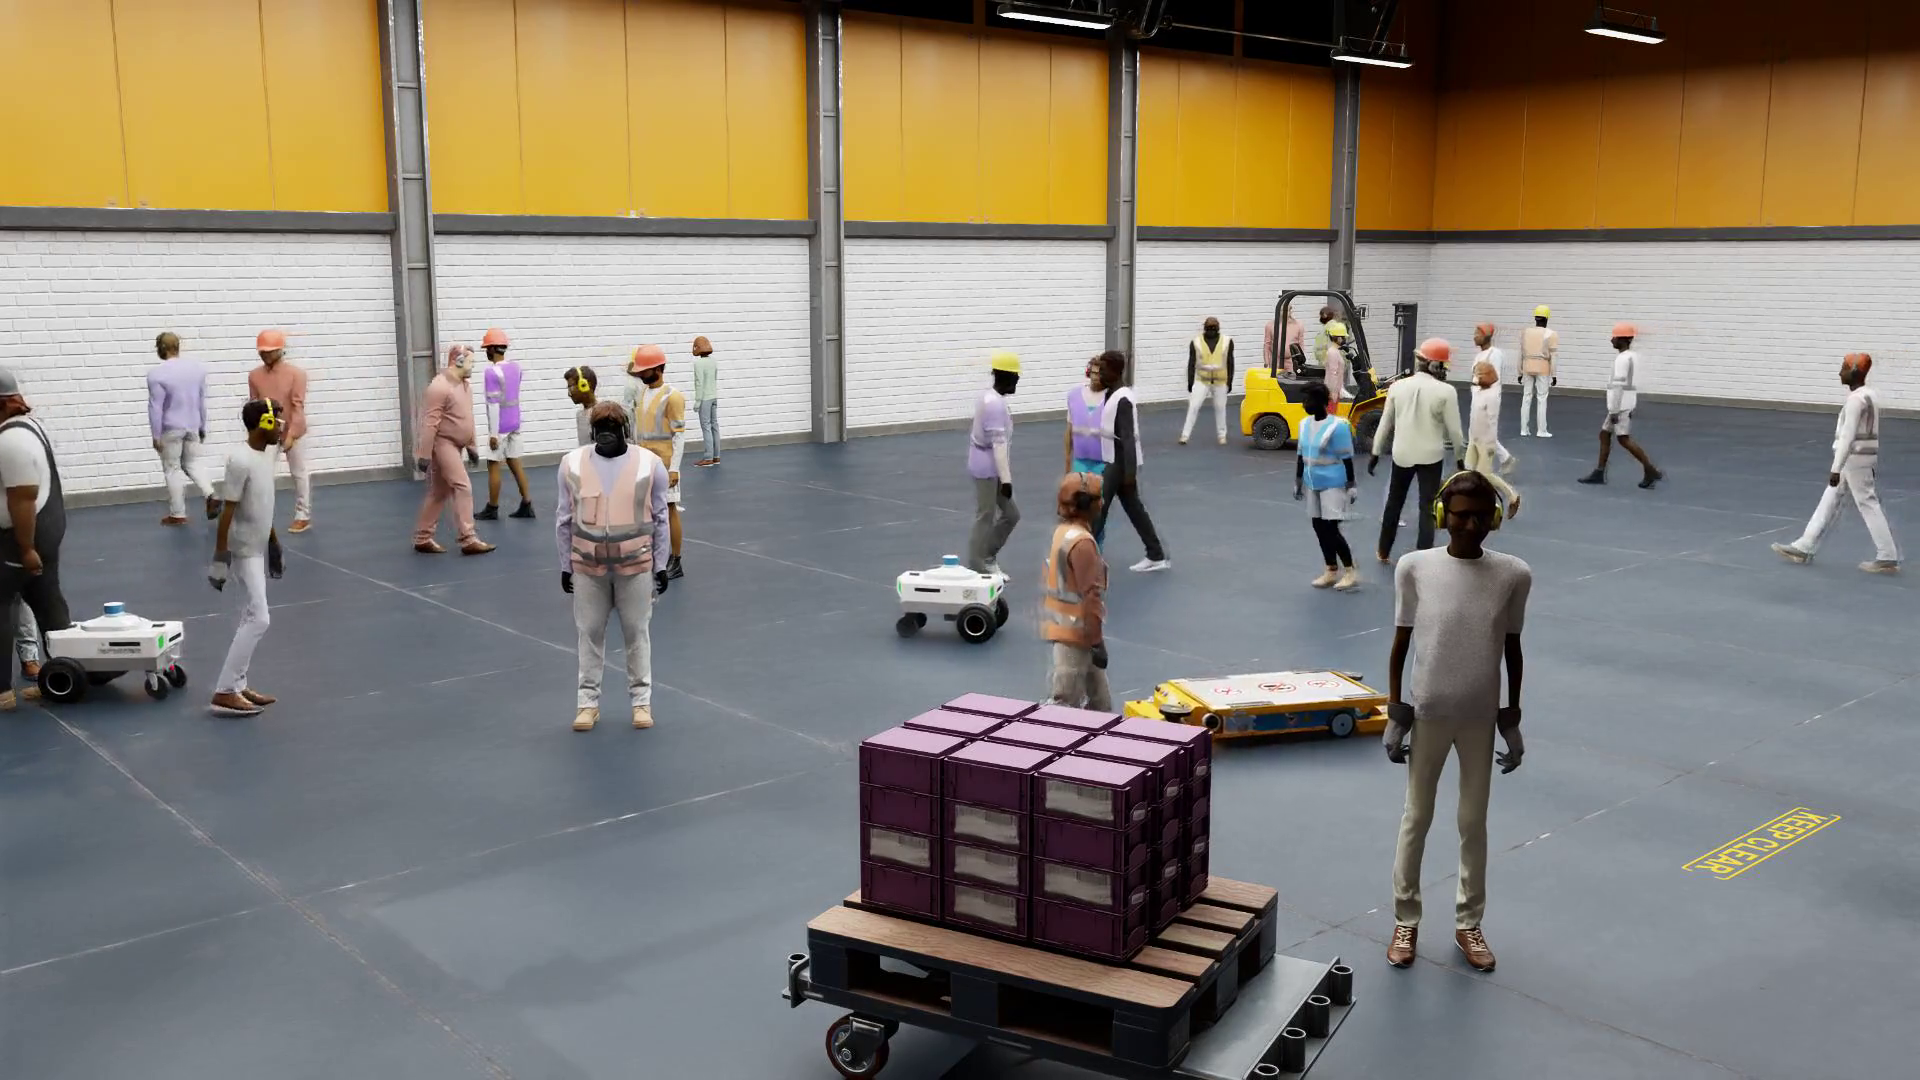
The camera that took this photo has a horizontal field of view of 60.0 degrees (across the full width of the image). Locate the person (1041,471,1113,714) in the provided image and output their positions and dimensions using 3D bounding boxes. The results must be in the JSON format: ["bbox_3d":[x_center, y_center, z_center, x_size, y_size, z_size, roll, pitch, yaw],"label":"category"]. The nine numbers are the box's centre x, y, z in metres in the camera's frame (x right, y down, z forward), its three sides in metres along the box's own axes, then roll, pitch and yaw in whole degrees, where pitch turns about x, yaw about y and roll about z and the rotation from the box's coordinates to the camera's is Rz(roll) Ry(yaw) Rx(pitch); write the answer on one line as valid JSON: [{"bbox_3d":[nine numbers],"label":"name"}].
[{"bbox_3d":[0.506,0.465,8.080,0.751,1.613,0.510,0,10,0],"label":"person"}]

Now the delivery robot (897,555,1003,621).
[{"bbox_3d":[-0.069,0.351,11.555,0.707,0.478,0.477,2,10,13],"label":"delivery robot"}]

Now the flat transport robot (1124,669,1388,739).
[{"bbox_3d":[1.704,0.923,9.307,1.431,0.197,0.652,-3,10,-15],"label":"flat transport robot"}]

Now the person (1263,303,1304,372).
[{"bbox_3d":[5.214,-2.881,26.805,0.646,1.904,0.401,2,10,9],"label":"person"}]

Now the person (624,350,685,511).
[{"bbox_3d":[-3.232,-1.125,17.169,0.724,1.693,0.520,2,10,9],"label":"person"}]

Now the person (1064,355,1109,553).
[{"bbox_3d":[1.133,-0.646,13.979,0.588,1.816,0.485,5,11,27],"label":"person"}]

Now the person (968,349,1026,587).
[{"bbox_3d":[0.285,-0.553,13.204,0.506,1.901,0.588,2,10,11],"label":"person"}]

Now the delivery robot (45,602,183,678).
[{"bbox_3d":[-5.069,0.618,9.993,0.707,0.478,0.477,-1,10,-3],"label":"delivery robot"}]

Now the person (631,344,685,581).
[{"bbox_3d":[-2.482,-0.630,13.559,0.543,1.927,0.375,8,13,40],"label":"person"}]

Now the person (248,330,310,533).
[{"bbox_3d":[-6.408,-0.982,15.565,0.603,1.941,0.983,1,10,4],"label":"person"}]

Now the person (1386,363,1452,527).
[{"bbox_3d":[4.530,-0.970,16.173,0.538,1.712,0.696,-9,13,-42],"label":"person"}]

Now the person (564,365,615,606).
[{"bbox_3d":[-2.678,-0.388,12.431,0.430,1.828,0.585,-9,13,-41],"label":"person"}]

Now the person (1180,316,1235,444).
[{"bbox_3d":[3.493,-2.224,23.253,0.691,1.816,0.441,1,10,6],"label":"person"}]

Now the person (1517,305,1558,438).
[{"bbox_3d":[8.416,-2.452,24.226,0.595,1.925,0.375,9,13,42],"label":"person"}]

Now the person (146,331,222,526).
[{"bbox_3d":[-7.569,-1.074,16.180,0.568,1.919,0.642,5,11,26],"label":"person"}]

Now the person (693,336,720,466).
[{"bbox_3d":[-3.208,-1.744,20.944,0.286,1.632,0.500,3,10,20],"label":"person"}]

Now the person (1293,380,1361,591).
[{"bbox_3d":[2.876,-0.431,13.139,0.421,1.661,0.549,-5,11,-26],"label":"person"}]

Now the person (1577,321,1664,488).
[{"bbox_3d":[7.600,-1.544,18.981,0.929,1.904,0.552,6,11,32],"label":"person"}]

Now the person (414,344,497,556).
[{"bbox_3d":[-4.463,-0.782,14.659,0.892,1.861,0.666,0,10,0],"label":"person"}]

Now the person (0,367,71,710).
[{"bbox_3d":[-5.605,-0.026,9.694,0.765,2.000,0.690,-3,10,-18],"label":"person"}]

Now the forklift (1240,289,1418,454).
[{"bbox_3d":[5.034,-2.339,22.783,2.313,2.155,1.214,3,10,16],"label":"forklift"}]

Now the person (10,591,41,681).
[{"bbox_3d":[-5.944,-0.068,10.237,0.632,1.940,0.368,-7,12,-36],"label":"person"}]

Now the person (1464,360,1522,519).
[{"bbox_3d":[5.221,-0.976,16.512,0.684,1.616,0.516,-1,10,-7],"label":"person"}]

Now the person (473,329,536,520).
[{"bbox_3d":[-4.593,-1.131,16.611,0.649,1.916,0.550,3,10,18],"label":"person"}]

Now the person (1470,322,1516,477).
[{"bbox_3d":[6.186,-1.611,19.471,0.540,1.868,0.598,-1,10,-8],"label":"person"}]

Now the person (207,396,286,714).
[{"bbox_3d":[-4.122,0.083,9.664,0.476,1.830,0.553,-2,10,-10],"label":"person"}]

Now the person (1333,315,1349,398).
[{"bbox_3d":[6.420,-3.049,28.579,0.499,1.633,0.281,3,10,17],"label":"person"}]

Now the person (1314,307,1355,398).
[{"bbox_3d":[6.189,-2.983,27.701,0.747,1.801,0.655,1,10,4],"label":"person"}]

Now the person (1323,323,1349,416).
[{"bbox_3d":[4.892,-1.939,21.698,0.323,1.767,0.533,2,10,11],"label":"person"}]

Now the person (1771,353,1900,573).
[{"bbox_3d":[7.443,-0.650,13.957,1.010,1.827,0.600,6,12,33],"label":"person"}]

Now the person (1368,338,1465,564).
[{"bbox_3d":[3.809,-0.700,13.884,0.815,1.950,0.798,6,11,32],"label":"person"}]

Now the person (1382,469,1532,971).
[{"bbox_3d":[1.829,0.664,6.155,0.510,1.871,0.328,1,10,7],"label":"person"}]

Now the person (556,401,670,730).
[{"bbox_3d":[-1.932,0.144,9.277,0.622,1.845,0.430,-1,10,-5],"label":"person"}]

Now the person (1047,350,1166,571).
[{"bbox_3d":[1.262,-0.644,13.832,1.025,1.861,0.616,0,10,-2],"label":"person"}]
